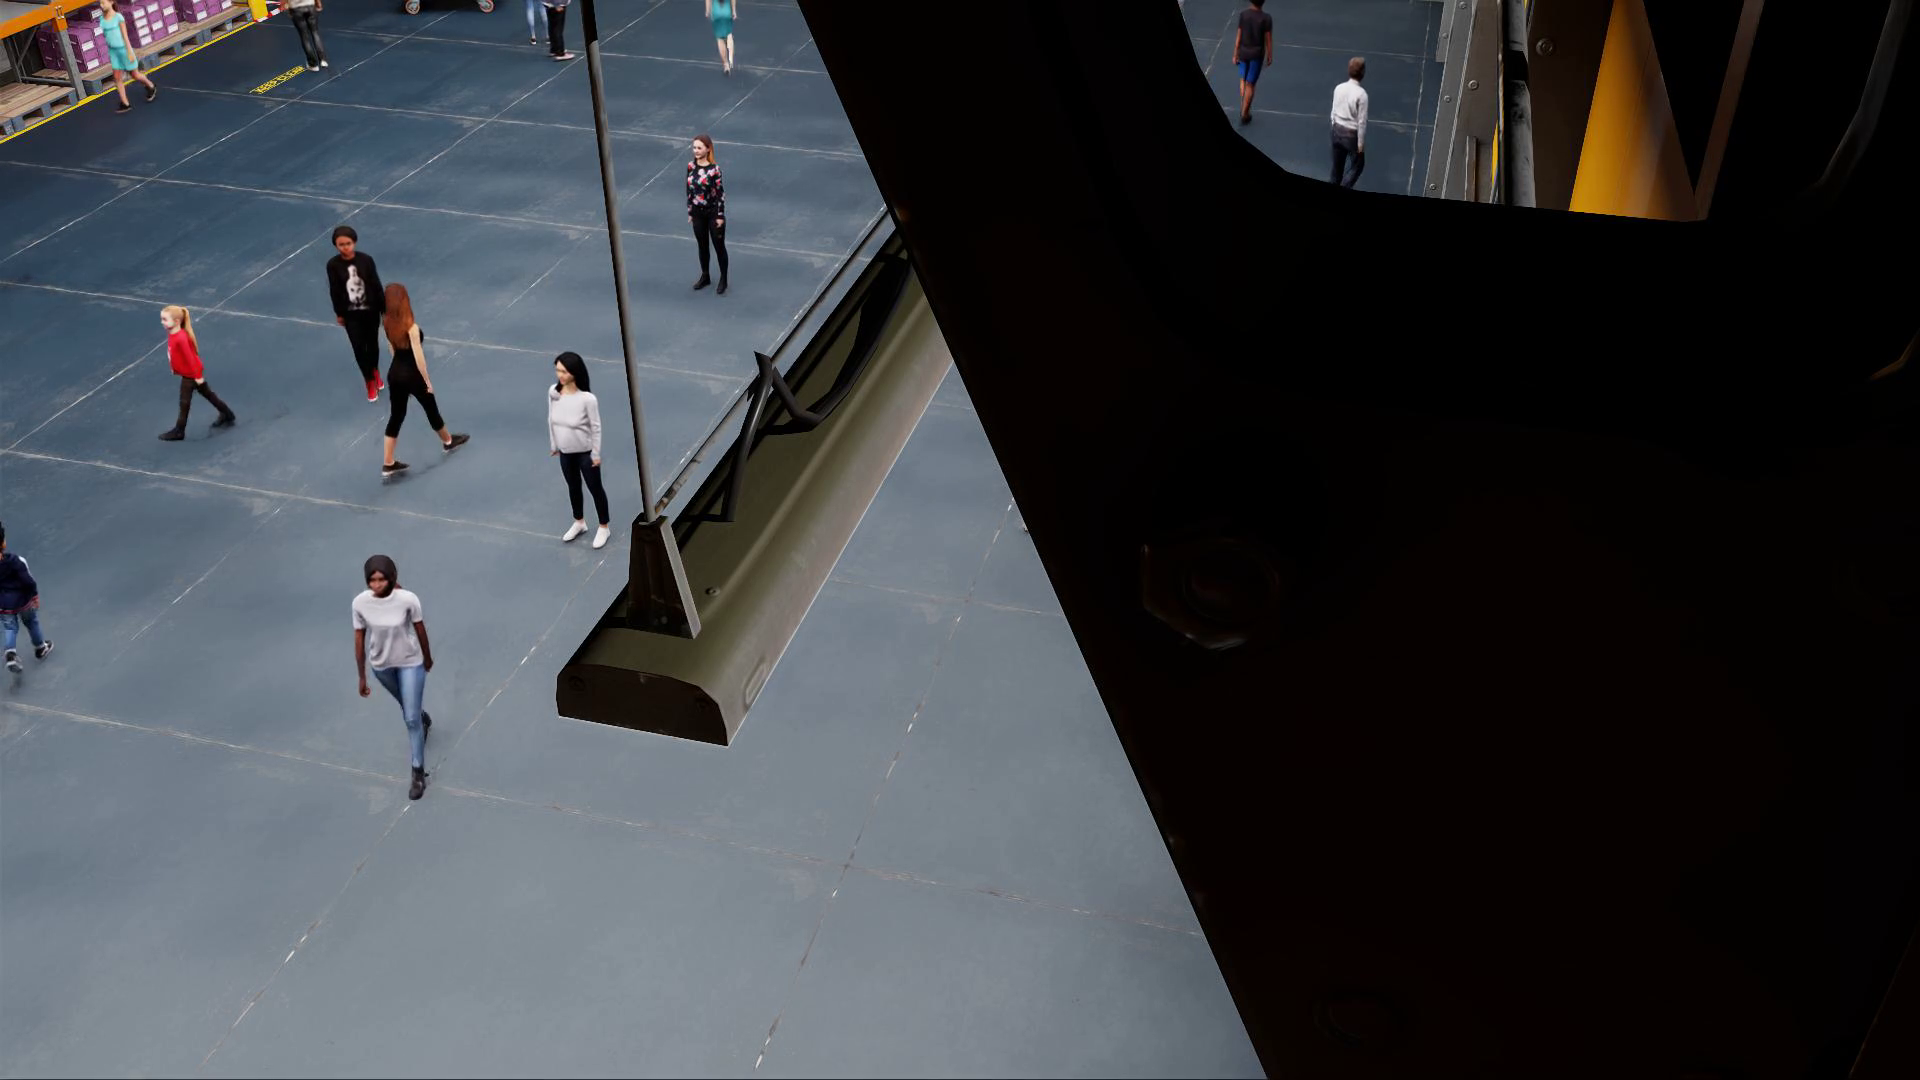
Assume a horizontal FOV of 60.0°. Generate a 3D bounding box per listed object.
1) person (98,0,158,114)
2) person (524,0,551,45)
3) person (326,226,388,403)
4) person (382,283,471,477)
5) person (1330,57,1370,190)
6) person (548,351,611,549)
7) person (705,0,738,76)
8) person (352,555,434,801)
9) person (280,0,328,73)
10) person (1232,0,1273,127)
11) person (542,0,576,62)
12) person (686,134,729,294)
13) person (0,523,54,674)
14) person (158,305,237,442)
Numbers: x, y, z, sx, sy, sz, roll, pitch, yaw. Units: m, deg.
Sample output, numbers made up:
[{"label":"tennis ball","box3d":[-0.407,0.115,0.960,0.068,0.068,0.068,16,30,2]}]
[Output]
[{"label":"person","box3d":[-11.146,-6.534,22.196,0.551,1.532,1.004,8,34,12]},{"label":"person","box3d":[-6.306,-8.196,24.551,0.679,1.692,0.650,-2,34,-2]},{"label":"person","box3d":[-5.608,-2.173,15.522,0.835,1.658,0.903,-16,37,-22]},{"label":"person","box3d":[-4.795,-1.321,14.221,0.802,1.678,1.180,20,39,27]},{"label":"person","box3d":[4.388,-4.600,19.034,0.824,1.812,0.795,-25,41,-33]},{"label":"person","box3d":[-3.050,-0.737,13.322,0.632,1.700,0.581,12,35,17]},{"label":"person","box3d":[-3.312,-7.319,23.249,0.682,1.675,0.736,-13,36,-19]},{"label":"person","box3d":[-3.722,0.797,11.038,0.823,1.676,1.190,-1,34,-2]},{"label":"person","box3d":[-9.214,-7.471,23.358,0.745,1.806,0.842,-25,41,-33]},{"label":"person","box3d":[3.748,-6.270,21.575,0.738,1.780,0.869,17,37,24]},{"label":"person","box3d":[-5.872,-7.750,23.967,0.856,1.597,0.798,-18,38,-25]},{"label":"person","box3d":[-2.634,-3.419,17.372,0.588,1.684,0.531,12,36,18]},{"label":"person","box3d":[-6.877,0.430,12.009,0.655,1.212,0.791,-3,34,-5]},{"label":"person","box3d":[-6.850,-1.517,14.903,0.971,1.250,0.834,-24,40,-32]}]
